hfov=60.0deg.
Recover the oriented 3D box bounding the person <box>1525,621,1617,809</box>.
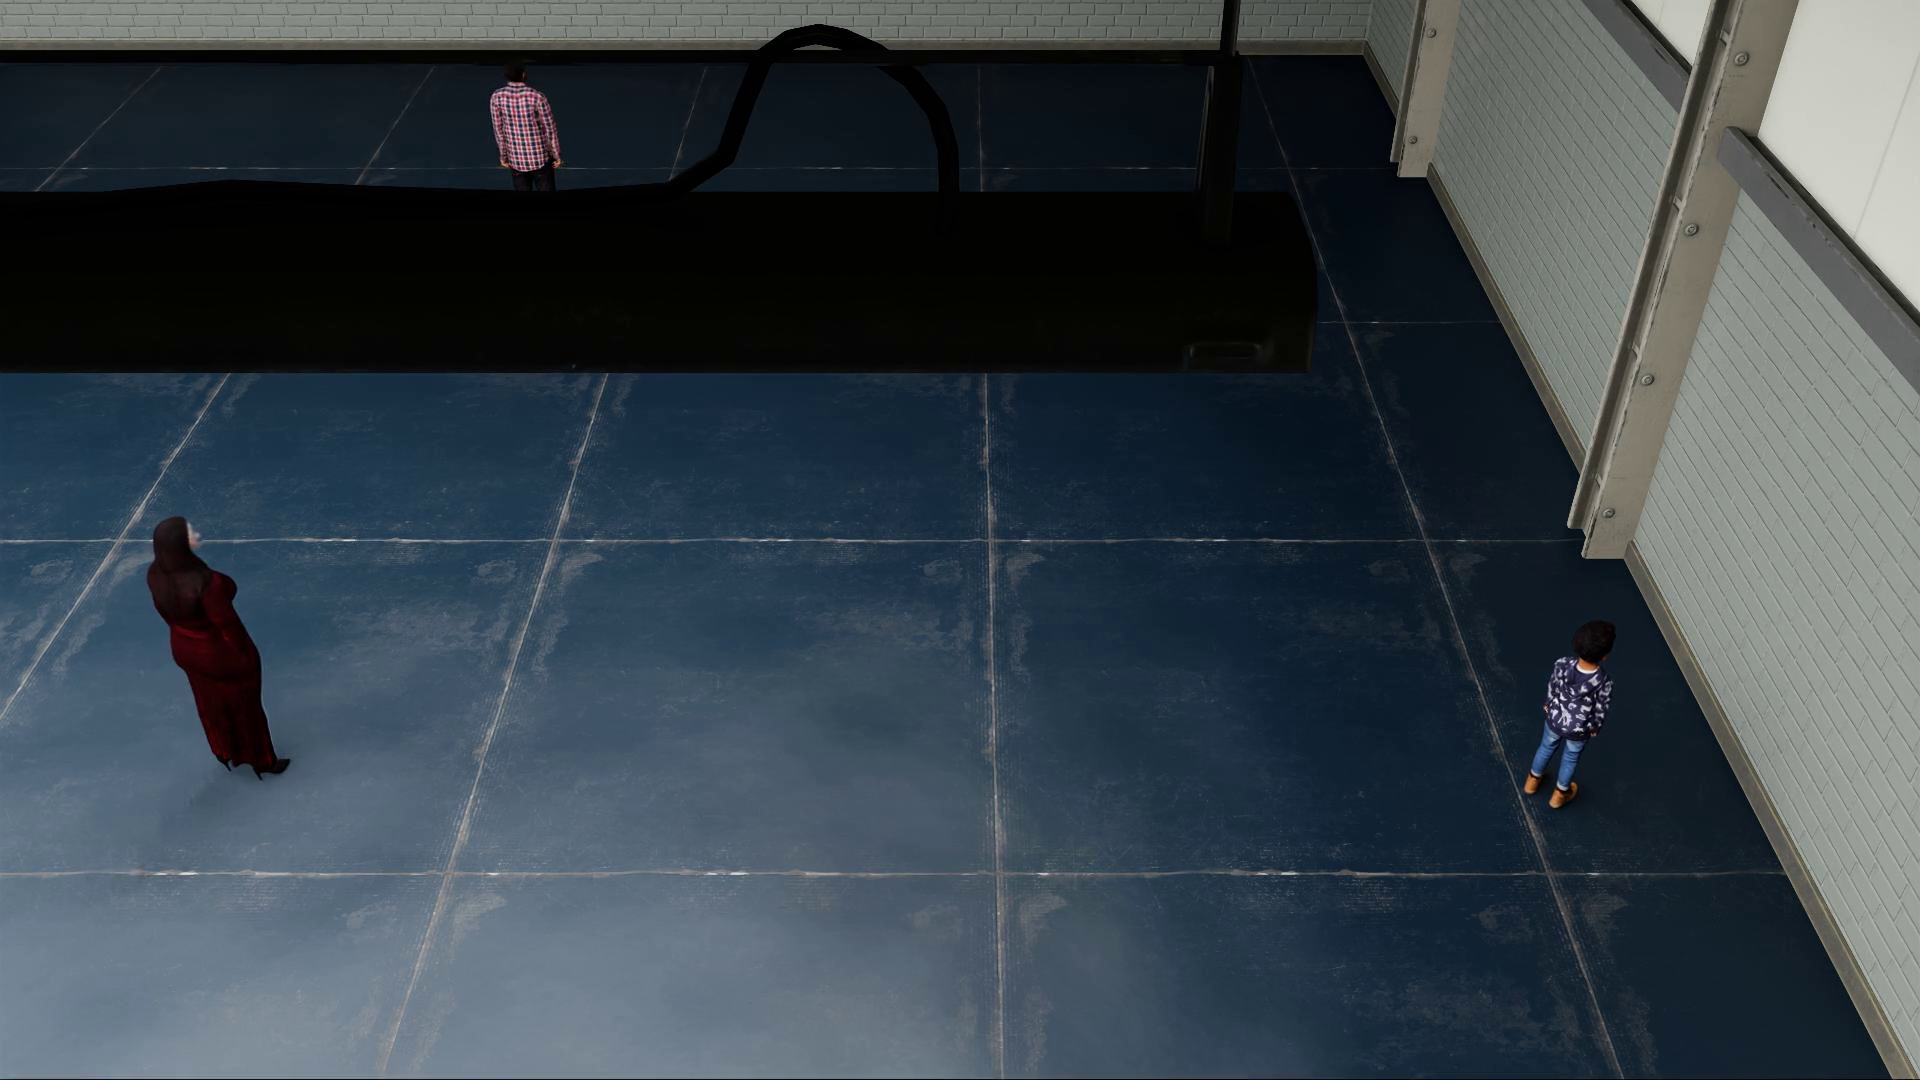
[{"bbox_3d":[3.370,0.953,9.161,0.565,1.248,0.619,28,45,32],"label":"person"}]

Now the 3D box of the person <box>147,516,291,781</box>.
[{"bbox_3d":[-4.129,0.616,9.183,0.752,1.757,0.749,15,40,19],"label":"person"}]

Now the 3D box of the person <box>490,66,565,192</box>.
[{"bbox_3d":[-3.716,-3.325,14.362,0.693,1.764,0.592,0,37,0],"label":"person"}]
